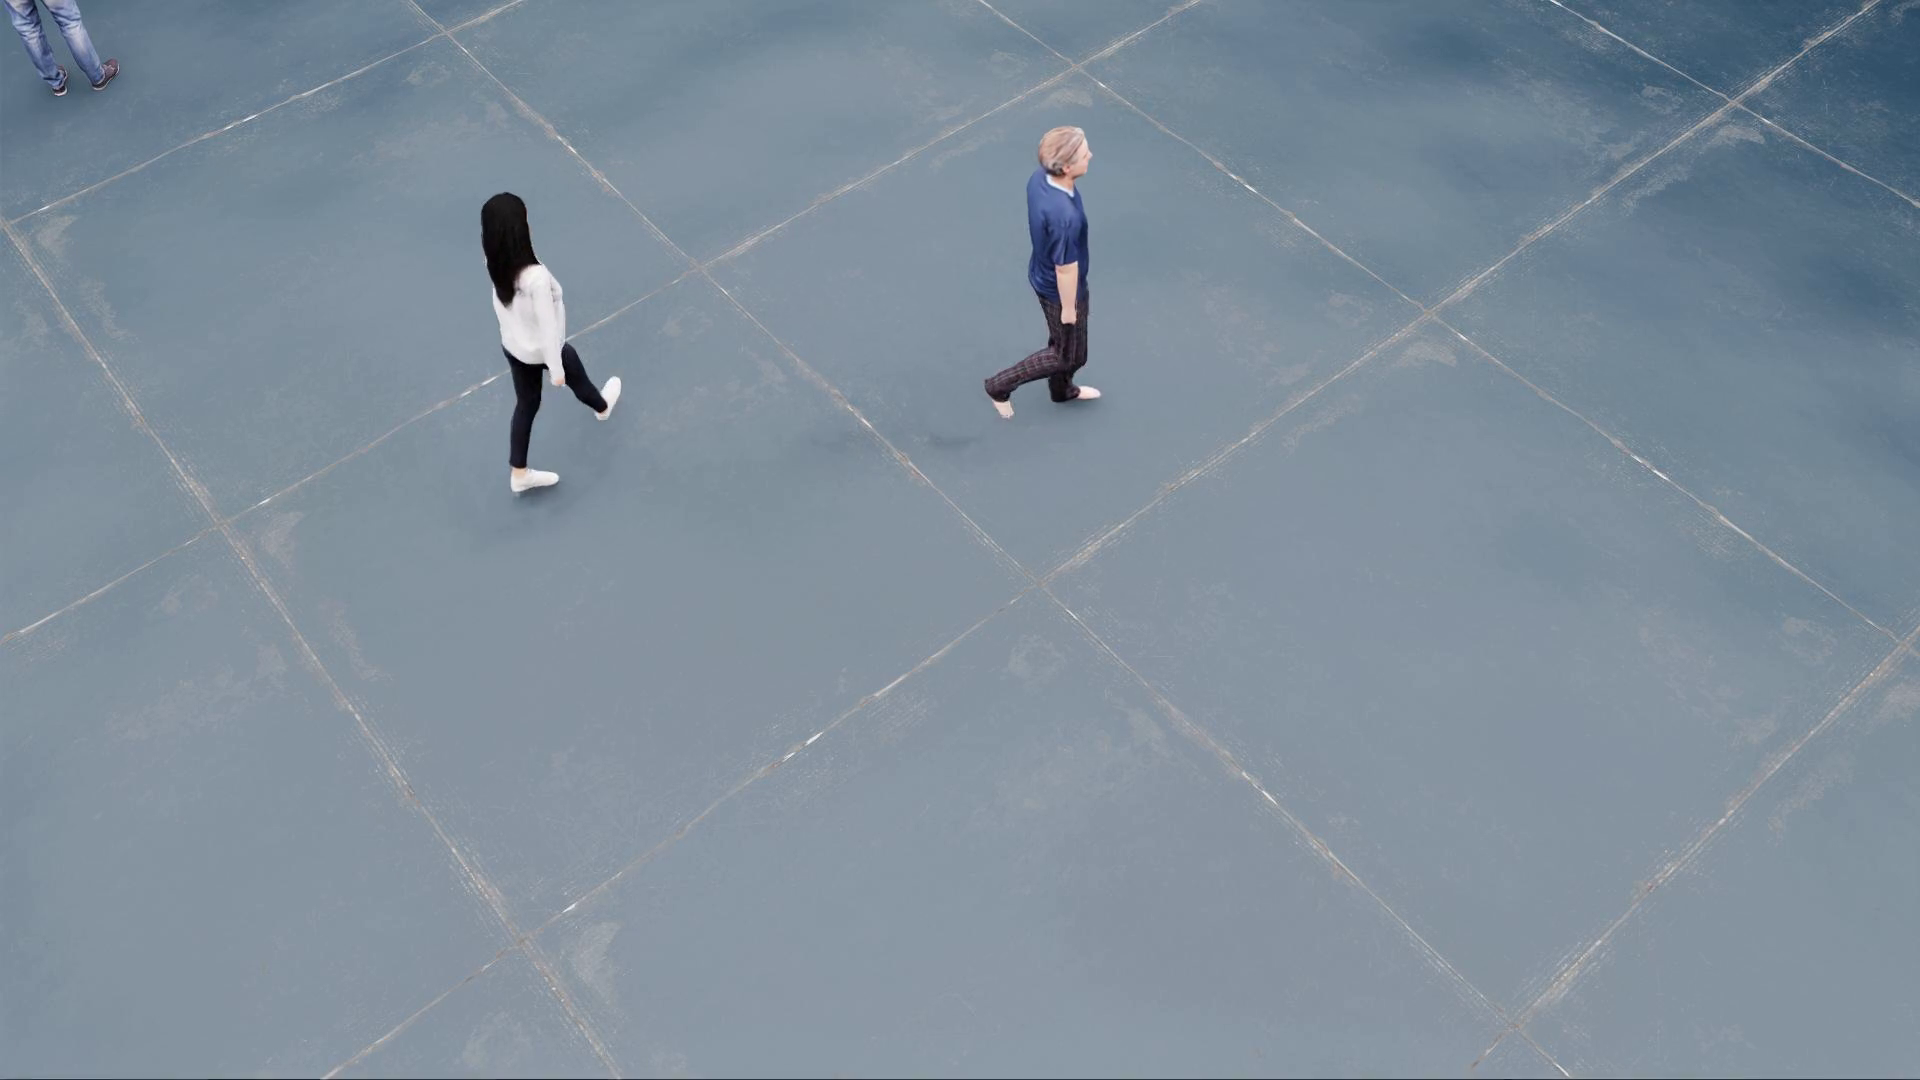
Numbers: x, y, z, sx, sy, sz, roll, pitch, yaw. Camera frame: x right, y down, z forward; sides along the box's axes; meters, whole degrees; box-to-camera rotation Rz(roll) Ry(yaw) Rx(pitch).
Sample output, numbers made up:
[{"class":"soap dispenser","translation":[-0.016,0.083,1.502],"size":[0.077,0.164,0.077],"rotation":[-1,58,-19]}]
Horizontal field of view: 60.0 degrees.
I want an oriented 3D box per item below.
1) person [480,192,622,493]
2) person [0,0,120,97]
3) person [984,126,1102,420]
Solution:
[{"class":"person","translation":[-2.136,-0.894,8.194],"size":[0.855,1.644,1.156],"rotation":[36,60,25]},{"class":"person","translation":[-5.739,-3.548,10.118],"size":[0.676,1.853,0.804],"rotation":[-8,53,-6]},{"class":"person","translation":[0.428,-1.275,8.355],"size":[1.028,1.858,0.921],"rotation":[-6,53,-5]}]
